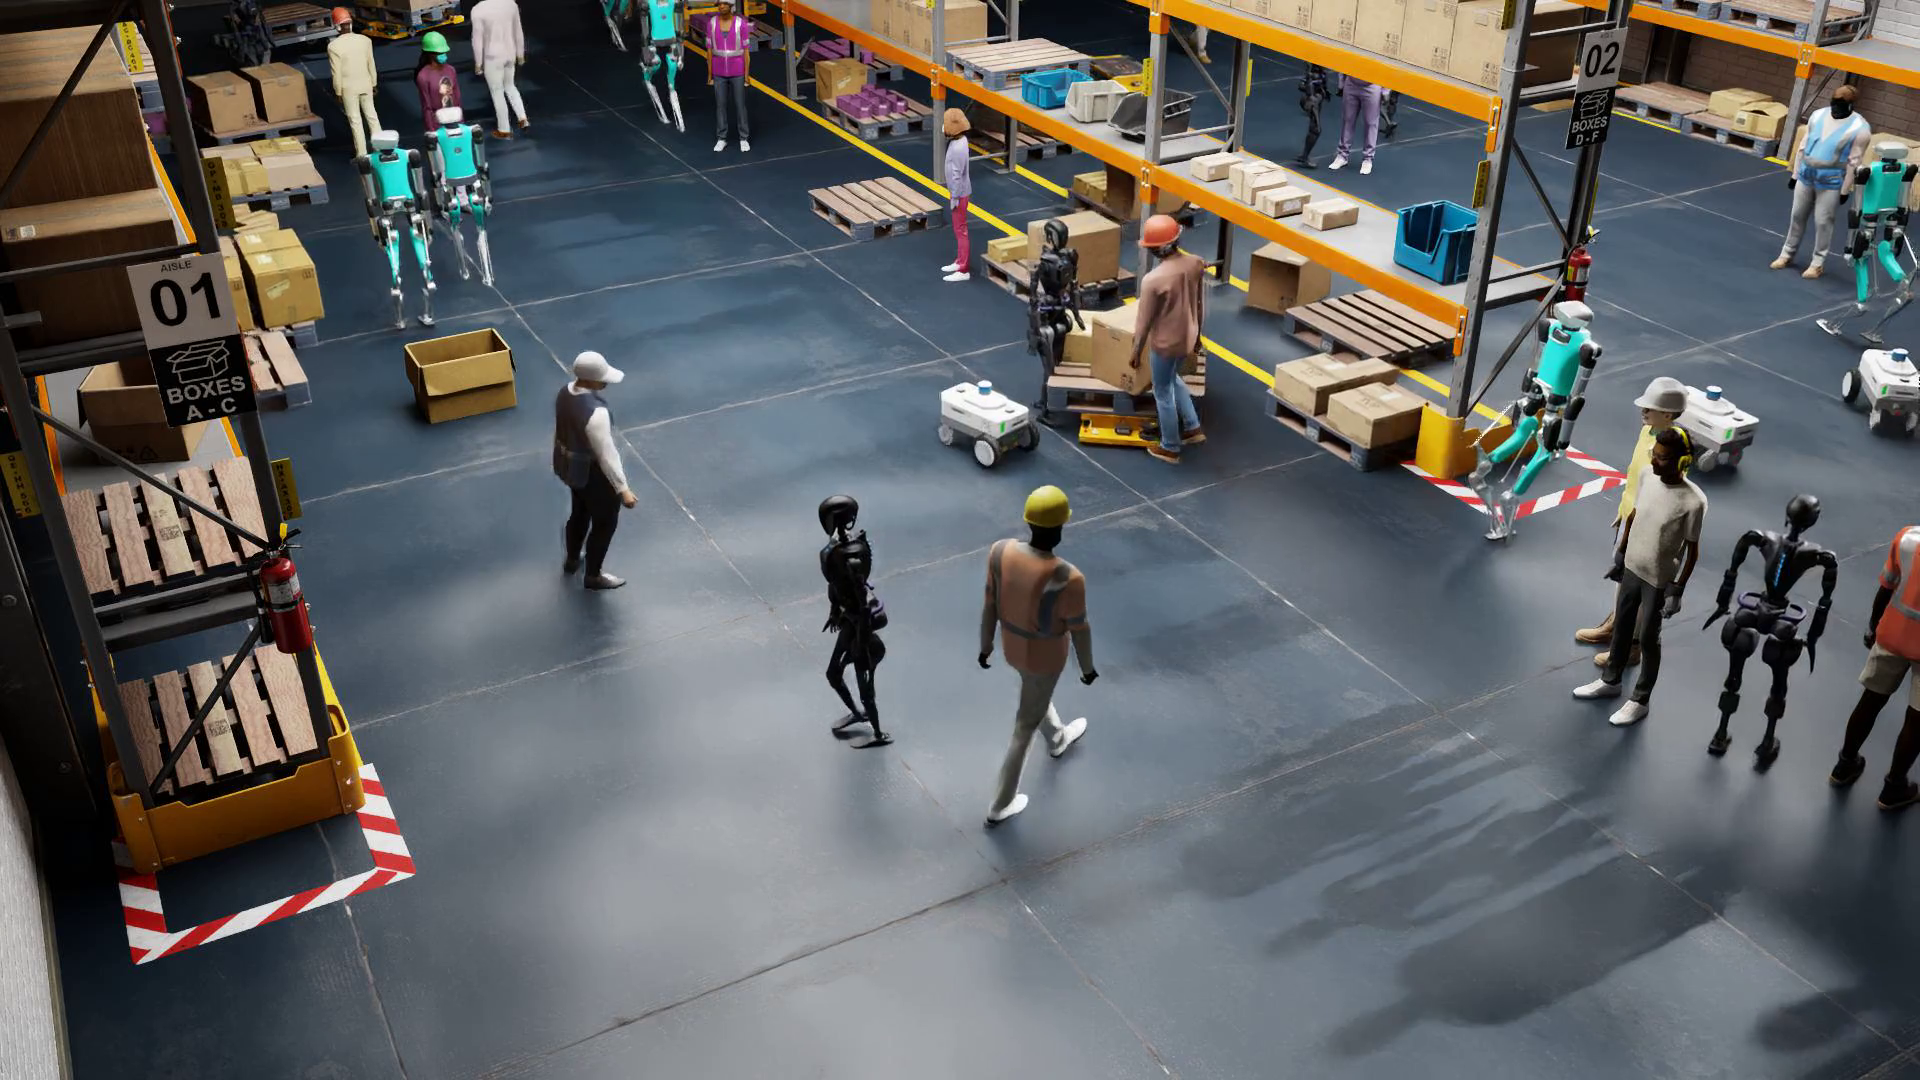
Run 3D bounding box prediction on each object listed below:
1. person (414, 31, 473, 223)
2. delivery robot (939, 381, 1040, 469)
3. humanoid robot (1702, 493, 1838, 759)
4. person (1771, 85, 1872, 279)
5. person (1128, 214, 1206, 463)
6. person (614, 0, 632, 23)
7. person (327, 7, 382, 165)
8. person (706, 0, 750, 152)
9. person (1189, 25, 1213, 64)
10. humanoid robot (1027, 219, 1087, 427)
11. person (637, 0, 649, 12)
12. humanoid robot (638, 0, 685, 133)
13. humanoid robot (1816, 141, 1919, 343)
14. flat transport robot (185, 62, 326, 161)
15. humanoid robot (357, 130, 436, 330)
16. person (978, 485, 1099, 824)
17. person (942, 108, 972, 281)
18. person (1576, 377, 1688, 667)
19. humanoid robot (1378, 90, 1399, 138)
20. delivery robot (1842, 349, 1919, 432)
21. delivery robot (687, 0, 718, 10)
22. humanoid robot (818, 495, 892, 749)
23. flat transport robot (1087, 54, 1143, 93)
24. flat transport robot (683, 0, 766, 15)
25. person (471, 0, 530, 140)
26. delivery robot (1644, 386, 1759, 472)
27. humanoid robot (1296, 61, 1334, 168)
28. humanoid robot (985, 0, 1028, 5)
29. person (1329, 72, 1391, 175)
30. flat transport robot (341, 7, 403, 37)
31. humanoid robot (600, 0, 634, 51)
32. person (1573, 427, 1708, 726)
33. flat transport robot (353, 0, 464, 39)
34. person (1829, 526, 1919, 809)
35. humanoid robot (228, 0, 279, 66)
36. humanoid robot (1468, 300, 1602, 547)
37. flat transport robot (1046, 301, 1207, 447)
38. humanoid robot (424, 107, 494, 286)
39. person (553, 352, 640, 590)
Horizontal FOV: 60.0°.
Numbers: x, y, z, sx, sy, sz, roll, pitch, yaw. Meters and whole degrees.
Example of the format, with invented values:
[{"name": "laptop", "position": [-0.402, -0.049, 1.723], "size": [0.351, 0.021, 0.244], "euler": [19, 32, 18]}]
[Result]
[{"name": "person", "position": [-5.314, -4.262, 17.155], "size": [0.431, 1.944, 0.484], "euler": [19, 35, 29]}, {"name": "delivery robot", "position": [0.203, -0.910, 12.724], "size": [0.815, 0.612, 0.499], "euler": [26, 39, 38]}, {"name": "humanoid robot", "position": [4.436, 0.467, 9.180], "size": [0.599, 1.656, 0.351], "euler": [20, 35, 31]}, {"name": "person", "position": [8.166, -3.396, 15.760], "size": [0.429, 1.833, 0.620], "euler": [-16, 34, -26]}, {"name": "person", "position": [1.522, -1.466, 12.276], "size": [0.429, 1.951, 0.641], "euler": [25, 38, 37]}, {"name": "person", "position": [-5.151, -8.701, 25.095], "size": [0.562, 1.728, 0.382], "euler": [8, 31, 13]}, {"name": "person", "position": [-6.879, -5.149, 18.884], "size": [0.342, 1.747, 0.572], "euler": [20, 36, 31]}, {"name": "person", "position": [-2.681, -5.432, 19.281], "size": [0.509, 1.847, 0.341], "euler": [0, 30, 1]}, {"name": "person", "position": [3.374, -7.553, 22.961], "size": [0.627, 1.858, 0.491], "euler": [-18, 34, -28]}, {"name": "humanoid robot", "position": [0.744, -1.713, 12.987], "size": [0.378, 1.652, 0.593], "euler": [26, 39, 37]}, {"name": "person", "position": [-4.902, -9.159, 25.776], "size": [0.429, 1.841, 0.632], "euler": [-19, 35, -30]}, {"name": "humanoid robot", "position": [-3.647, -5.864, 20.162], "size": [0.537, 1.790, 0.775], "euler": [-14, 33, -22]}, {"name": "humanoid robot", "position": [7.903, -2.465, 14.235], "size": [0.540, 1.737, 0.979], "euler": [-3, 30, -6]}, {"name": "flat transport robot", "position": [-8.154, -4.596, 19.411], "size": [0.659, 0.231, 1.431], "euler": [-22, 37, -34]}, {"name": "humanoid robot", "position": [-4.847, -2.641, 14.492], "size": [0.542, 1.754, 0.658], "euler": [-10, 31, -16]}, {"name": "person", "position": [0.429, 0.558, 8.828], "size": [0.610, 1.866, 1.003], "euler": [24, 38, 35]}, {"name": "person", "position": [-0.032, -3.269, 15.735], "size": [0.287, 1.626, 0.500], "euler": [-1, 30, -1]}, {"name": "person", "position": [4.086, -0.101, 9.962], "size": [0.396, 1.888, 0.486], "euler": [-2, 30, -4]}, {"name": "humanoid robot", "position": [5.200, -5.612, 19.768], "size": [0.605, 1.640, 0.489], "euler": [-10, 31, -18]}, {"name": "delivery robot", "position": [7.429, -1.235, 13.293], "size": [0.499, 0.614, 0.817], "euler": [6, 30, 11]}, {"name": "delivery robot", "position": [-3.907, -8.398, 25.722], "size": [0.747, 0.576, 0.499], "euler": [-6, 30, -10]}, {"name": "humanoid robot", "position": [-0.564, 0.475, 9.180], "size": [0.375, 1.641, 0.603], "euler": [-10, 31, -17]}, {"name": "flat transport robot", "position": [2.129, -6.254, 22.296], "size": [0.659, 0.231, 1.431], "euler": [-9, 31, -15]}, {"name": "flat transport robot", "position": [-3.741, -8.337, 25.923], "size": [1.431, 0.231, 0.659], "euler": [-3, 30, -5]}, {"name": "person", "position": [-5.441, -5.711, 19.699], "size": [0.430, 1.915, 0.671], "euler": [22, 37, 33]}, {"name": "delivery robot", "position": [5.657, -0.890, 12.671], "size": [0.519, 0.593, 0.765], "euler": [-14, 33, -22]}, {"name": "humanoid robot", "position": [4.044, -5.057, 18.798], "size": [0.370, 1.654, 0.610], "euler": [17, 34, 27]}, {"name": "humanoid robot", "position": [0.693, -9.202, 26.088], "size": [0.797, 1.642, 0.605], "euler": [-9, 31, -15]}, {"name": "person", "position": [4.508, -5.058, 18.572], "size": [0.639, 1.909, 0.410], "euler": [18, 34, 28]}, {"name": "flat transport robot", "position": [-8.803, -7.822, 25.027], "size": [0.659, 0.231, 1.431], "euler": [-23, 37, -34]}, {"name": "humanoid robot", "position": [-4.921, -7.827, 23.631], "size": [0.553, 1.843, 0.869], "euler": [-17, 34, -27]}, {"name": "person", "position": [3.906, 0.201, 9.455], "size": [0.310, 1.868, 0.529], "euler": [-12, 32, -19]}, {"name": "flat transport robot", "position": [-8.195, -7.757, 24.913], "size": [0.659, 0.231, 1.431], "euler": [17, 34, 27]}, {"name": "person", "position": [5.088, 0.550, 8.769], "size": [0.389, 1.953, 0.607], "euler": [-22, 37, -33]}, {"name": "humanoid robot", "position": [-9.000, -6.311, 21.045], "size": [0.790, 1.649, 0.601], "euler": [13, 32, 21]}, {"name": "humanoid robot", "position": [3.781, -0.675, 11.220], "size": [0.732, 1.885, 0.541], "euler": [-11, 32, -19]}, {"name": "flat transport robot", "position": [1.351, -1.143, 13.399], "size": [0.659, 0.231, 1.431], "euler": [5, 30, 8]}, {"name": "humanoid robot", "position": [-4.687, -3.232, 15.595], "size": [0.531, 1.793, 0.810], "euler": [-13, 32, -21]}, {"name": "person", "position": [-2.378, -0.438, 10.719], "size": [0.455, 1.714, 0.821], "euler": [-21, 36, -32]}]
